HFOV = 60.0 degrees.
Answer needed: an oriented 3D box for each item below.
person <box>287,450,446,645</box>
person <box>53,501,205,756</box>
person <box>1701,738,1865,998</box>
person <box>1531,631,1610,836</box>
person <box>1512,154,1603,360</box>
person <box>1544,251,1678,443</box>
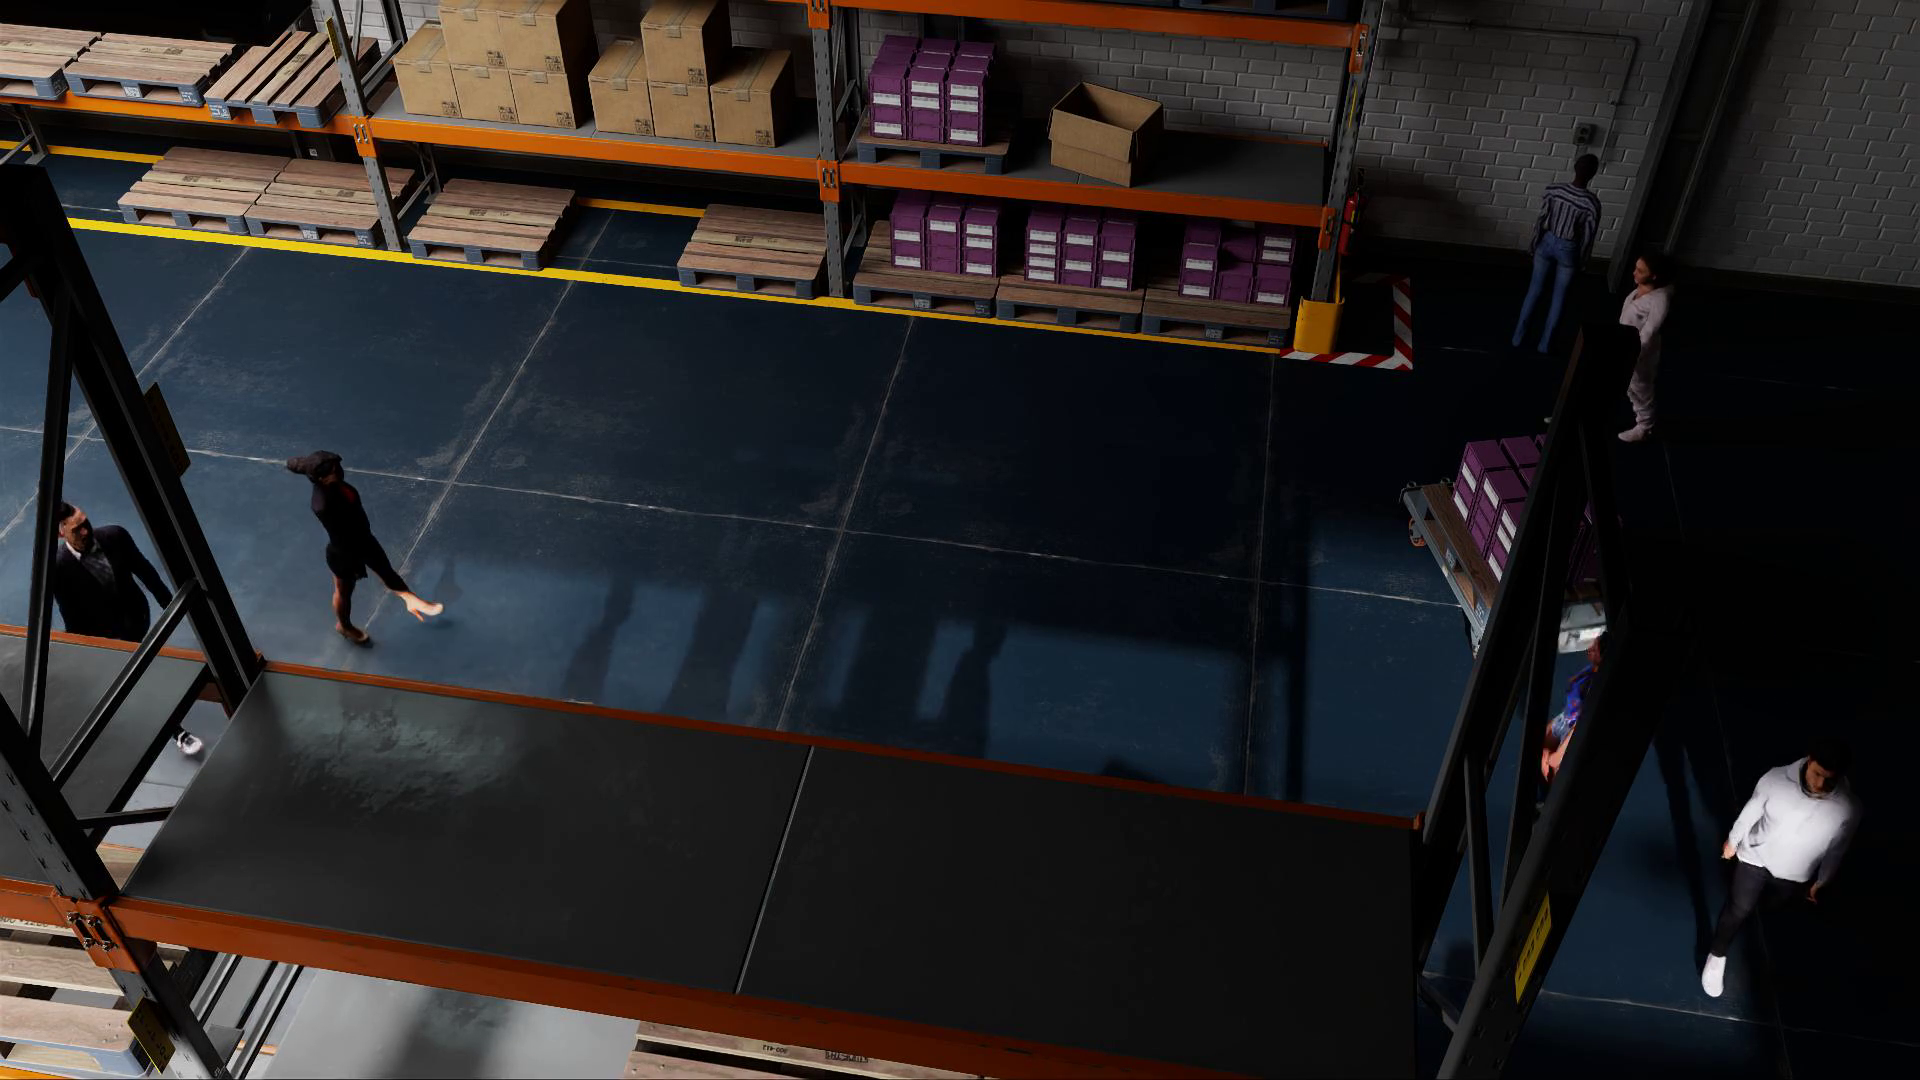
[{"bbox_3d":[-4.028,0.082,10.746,0.988,1.615,0.753,-5,44,-6],"label":"person"},{"bbox_3d":[-5.222,0.422,10.181,1.310,1.902,1.077,27,50,25],"label":"person"},{"bbox_3d":[4.395,1.622,8.923,1.120,1.900,0.917,17,46,17],"label":"person"},{"bbox_3d":[3.612,1.169,9.518,0.620,1.735,0.625,14,45,14],"label":"person"},{"bbox_3d":[4.688,-2.216,13.027,0.658,1.794,0.779,29,51,27],"label":"person"},{"bbox_3d":[5.057,-1.371,12.251,1.114,1.643,0.818,-3,44,-3],"label":"person"}]
